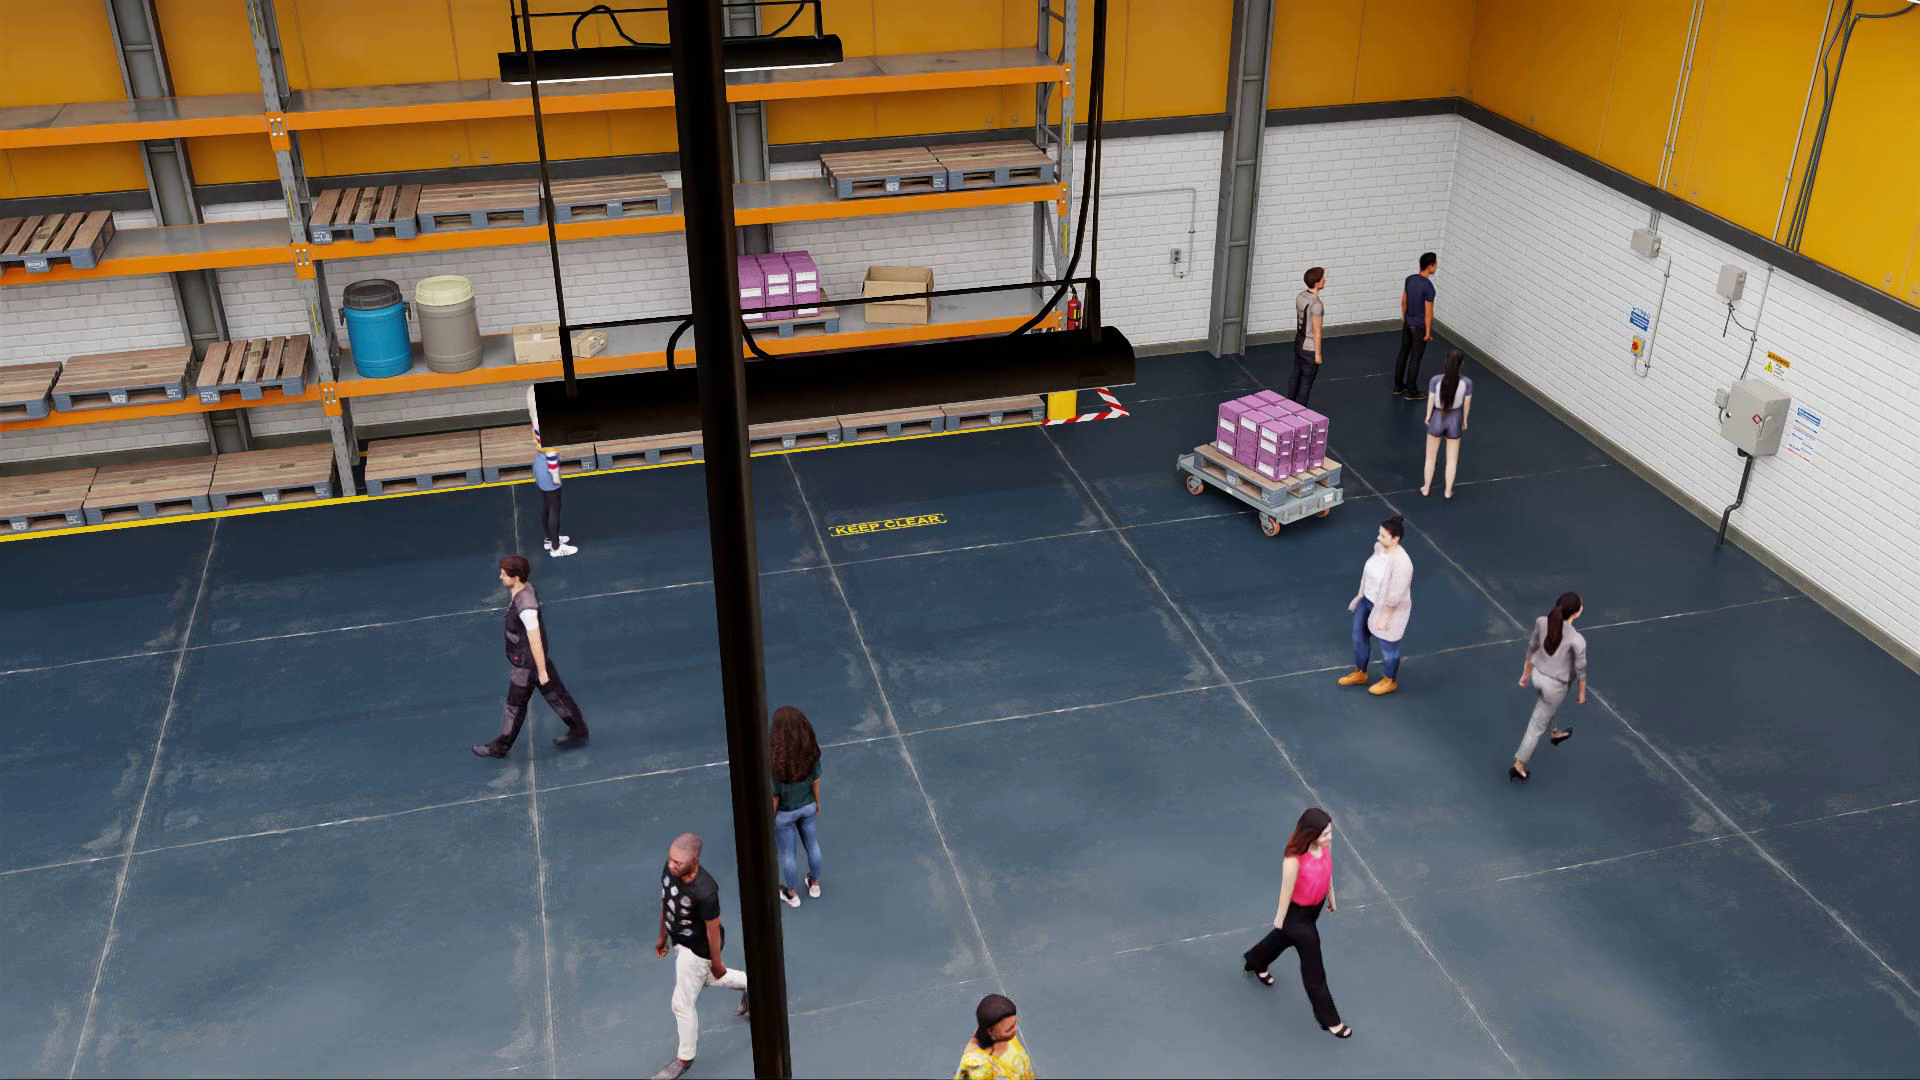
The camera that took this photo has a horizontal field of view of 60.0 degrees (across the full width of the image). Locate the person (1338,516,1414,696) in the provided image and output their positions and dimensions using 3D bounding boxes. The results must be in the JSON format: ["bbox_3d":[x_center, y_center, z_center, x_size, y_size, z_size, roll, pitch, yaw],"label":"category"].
[{"bbox_3d":[3.708,0.551,14.175,0.727,1.729,0.716,-6,29,-10],"label":"person"}]

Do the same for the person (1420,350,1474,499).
[{"bbox_3d":[5.117,-1.220,17.504,0.610,1.650,0.730,7,29,12],"label":"person"}]

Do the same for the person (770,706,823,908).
[{"bbox_3d":[-1.184,1.894,11.832,0.616,1.614,0.727,-16,33,-27],"label":"person"}]

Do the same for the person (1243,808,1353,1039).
[{"bbox_3d":[2.173,2.415,10.880,1.068,1.612,1.129,22,36,35],"label":"person"}]

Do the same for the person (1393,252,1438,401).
[{"bbox_3d":[5.423,-2.561,19.823,0.602,1.784,0.682,-14,32,-24],"label":"person"}]

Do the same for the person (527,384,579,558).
[{"bbox_3d":[-4.069,-0.707,16.399,0.585,1.808,0.688,-13,31,-22],"label":"person"}]

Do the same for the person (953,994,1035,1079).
[{"bbox_3d":[0.101,3.195,9.423,0.998,1.637,0.926,9,30,16],"label":"person"}]

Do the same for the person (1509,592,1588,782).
[{"bbox_3d":[4.580,1.197,13.094,1.153,1.630,0.833,-17,33,-28],"label":"person"}]

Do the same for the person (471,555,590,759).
[{"bbox_3d":[-3.351,0.945,13.378,1.151,1.799,0.679,-8,30,-15],"label":"person"}]

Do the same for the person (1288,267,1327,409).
[{"bbox_3d":[3.994,-2.234,19.106,0.551,1.896,0.635,-8,30,-15],"label":"person"}]

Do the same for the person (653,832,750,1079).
[{"bbox_3d":[-1.602,2.526,10.506,1.268,1.774,0.975,-20,35,-33],"label":"person"}]
